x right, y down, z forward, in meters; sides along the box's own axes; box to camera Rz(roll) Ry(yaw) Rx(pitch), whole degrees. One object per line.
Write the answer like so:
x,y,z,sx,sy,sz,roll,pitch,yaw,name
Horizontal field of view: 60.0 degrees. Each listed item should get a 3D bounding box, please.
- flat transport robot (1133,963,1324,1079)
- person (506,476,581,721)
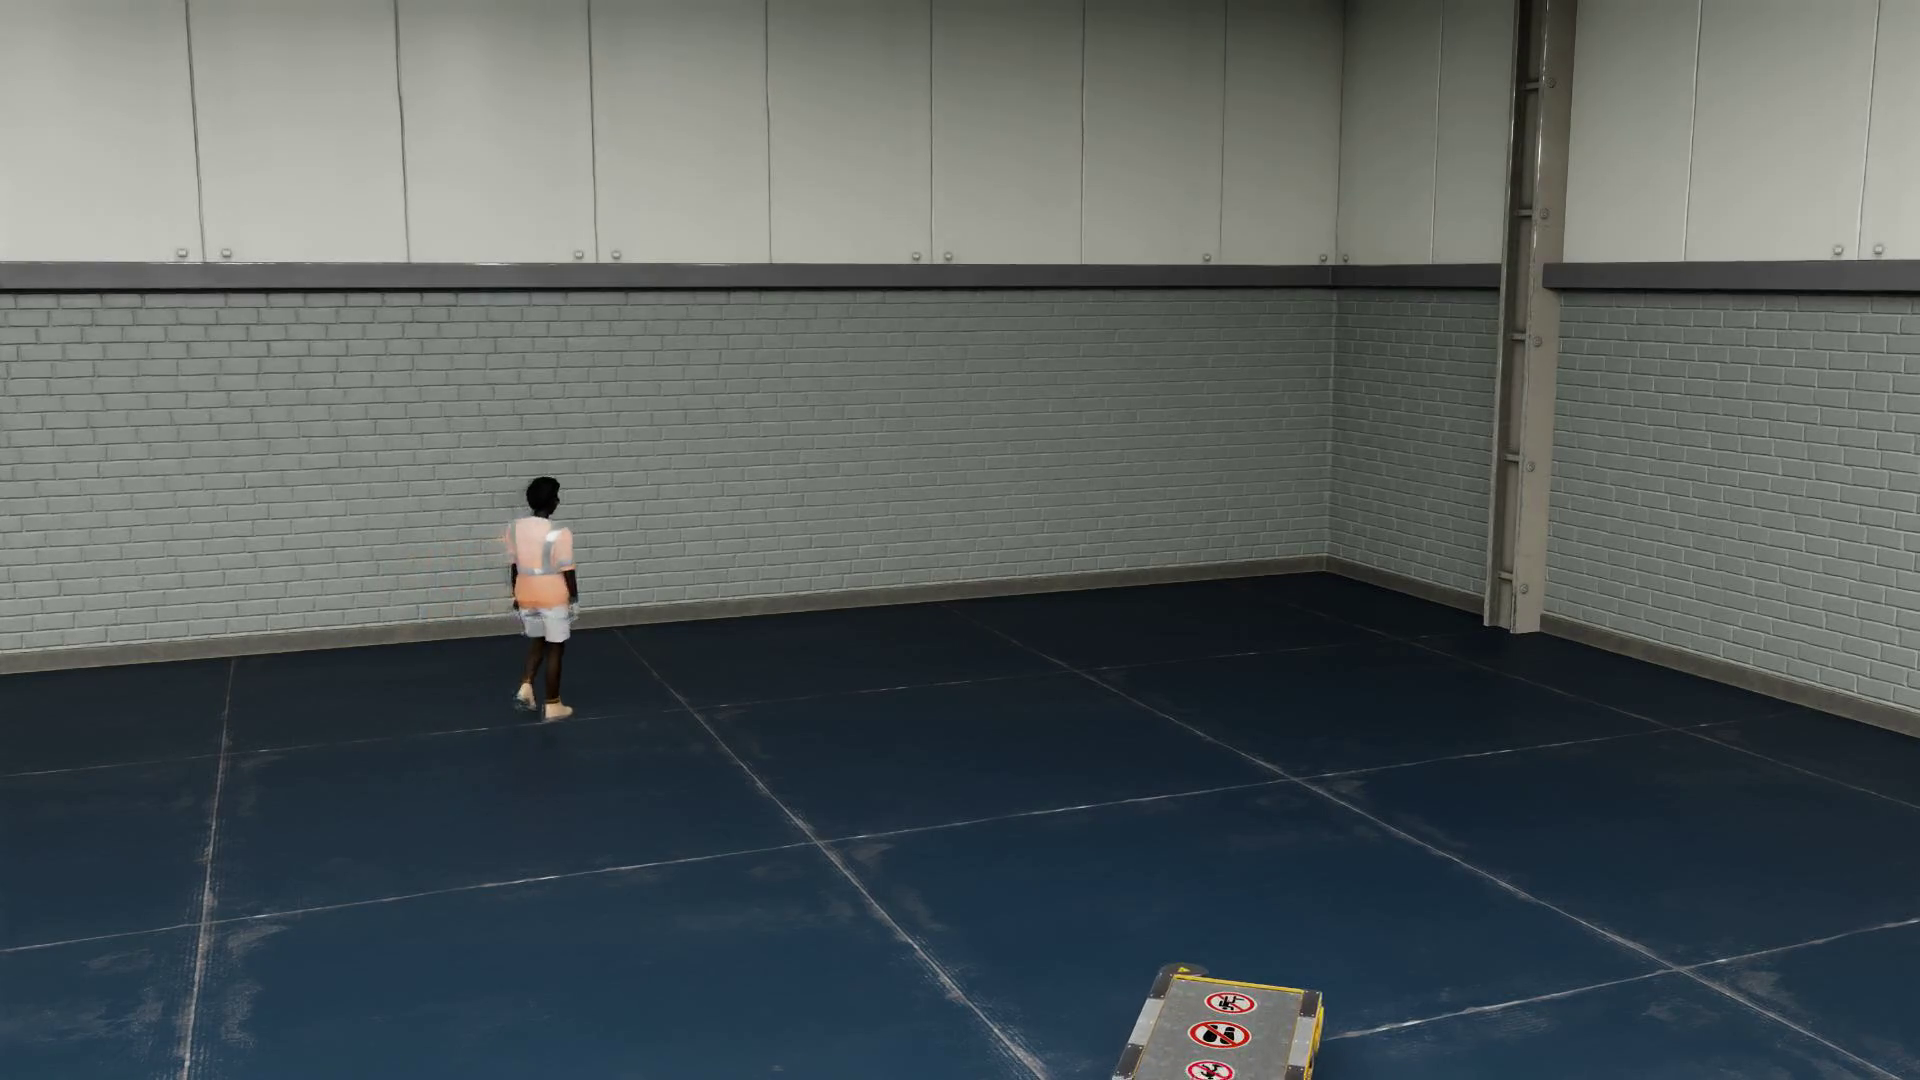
0.947,1.937,6.092,0.652,0.197,1.431,3,9,16,flat transport robot
-2.807,0.402,11.299,0.552,1.682,0.371,4,10,25,person
